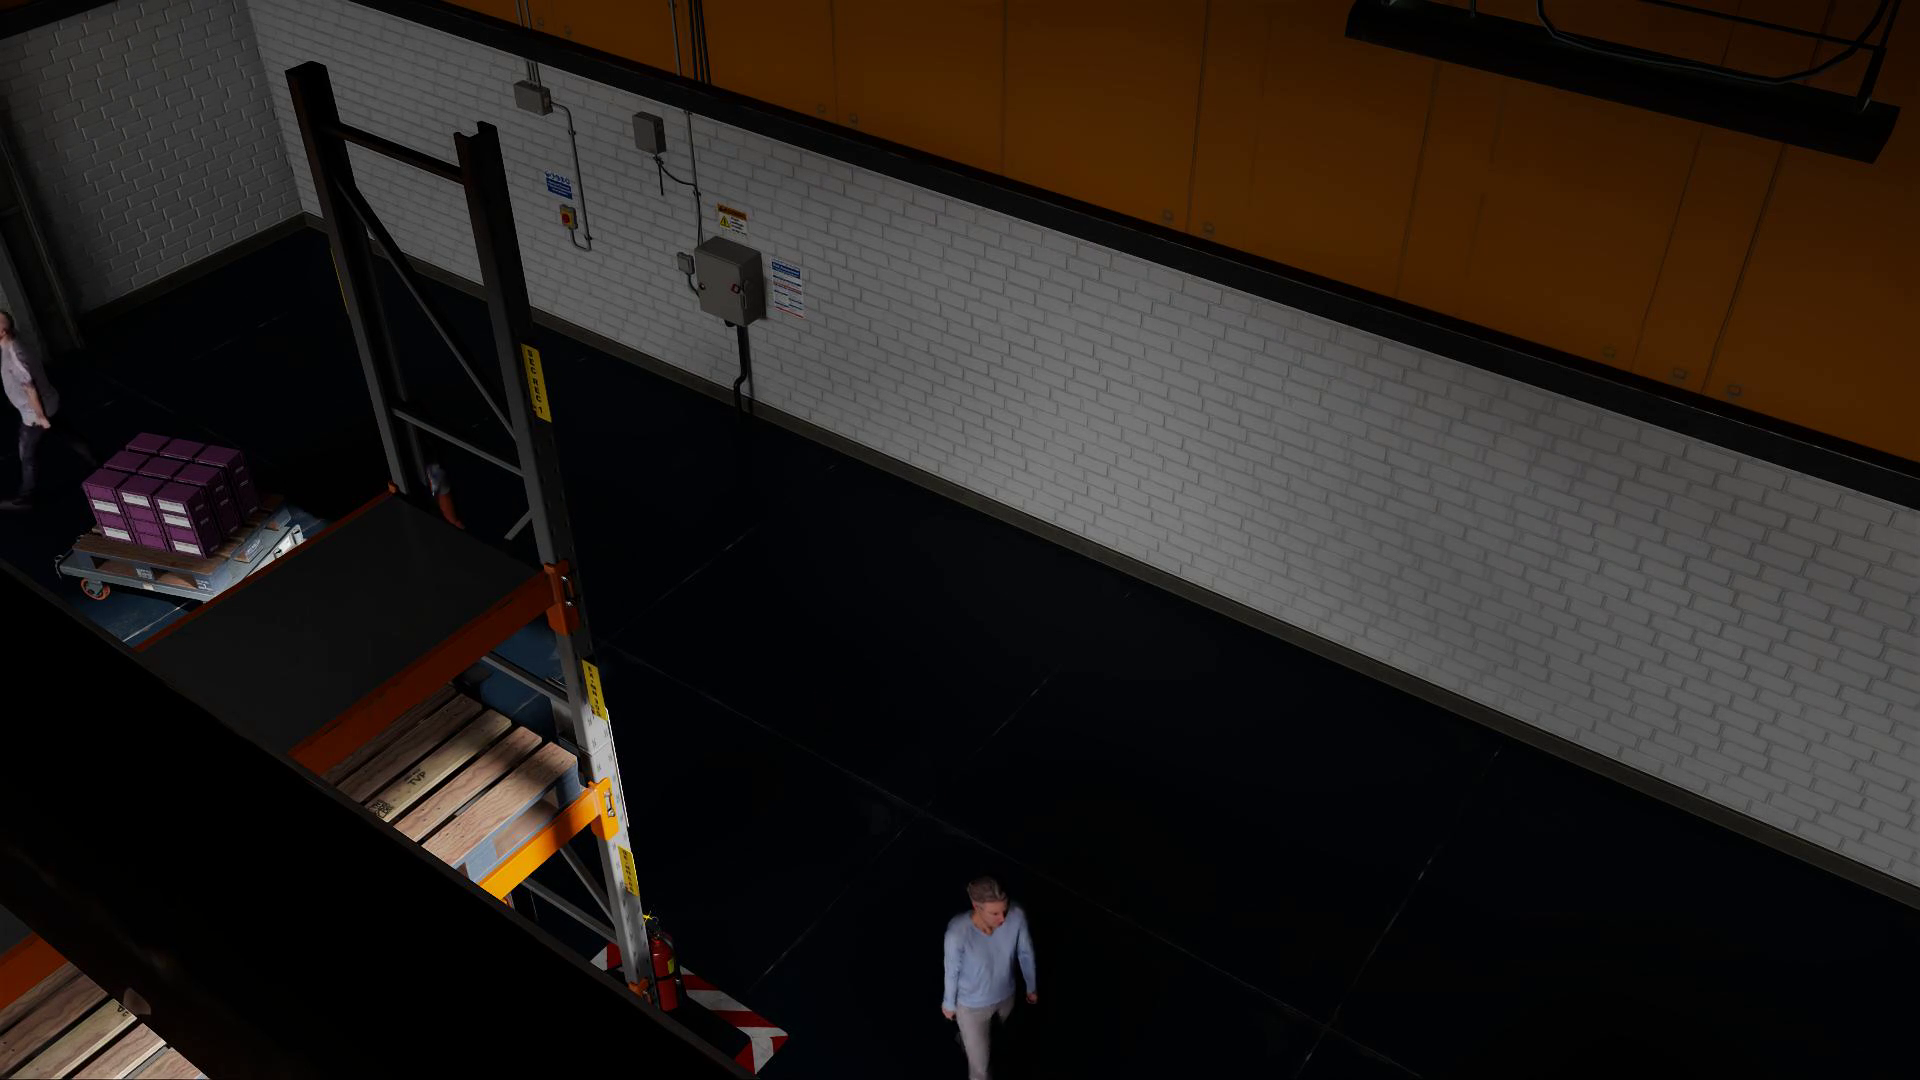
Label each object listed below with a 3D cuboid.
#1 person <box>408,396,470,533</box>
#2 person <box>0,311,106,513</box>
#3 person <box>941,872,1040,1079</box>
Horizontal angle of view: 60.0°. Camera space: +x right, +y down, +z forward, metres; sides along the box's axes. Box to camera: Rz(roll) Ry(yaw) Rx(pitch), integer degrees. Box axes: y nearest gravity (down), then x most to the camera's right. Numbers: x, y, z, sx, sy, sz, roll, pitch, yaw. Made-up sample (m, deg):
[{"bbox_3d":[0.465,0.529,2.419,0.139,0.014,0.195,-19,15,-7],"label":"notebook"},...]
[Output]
[{"bbox_3d":[-4.004,-0.367,12.750,0.632,1.576,0.957,23,44,27],"label":"person"},{"bbox_3d":[-7.372,-1.077,13.467,1.243,1.790,1.094,-12,40,-15],"label":"person"},{"bbox_3d":[0.108,2.407,9.048,1.131,1.860,1.041,-19,42,-22],"label":"person"}]
